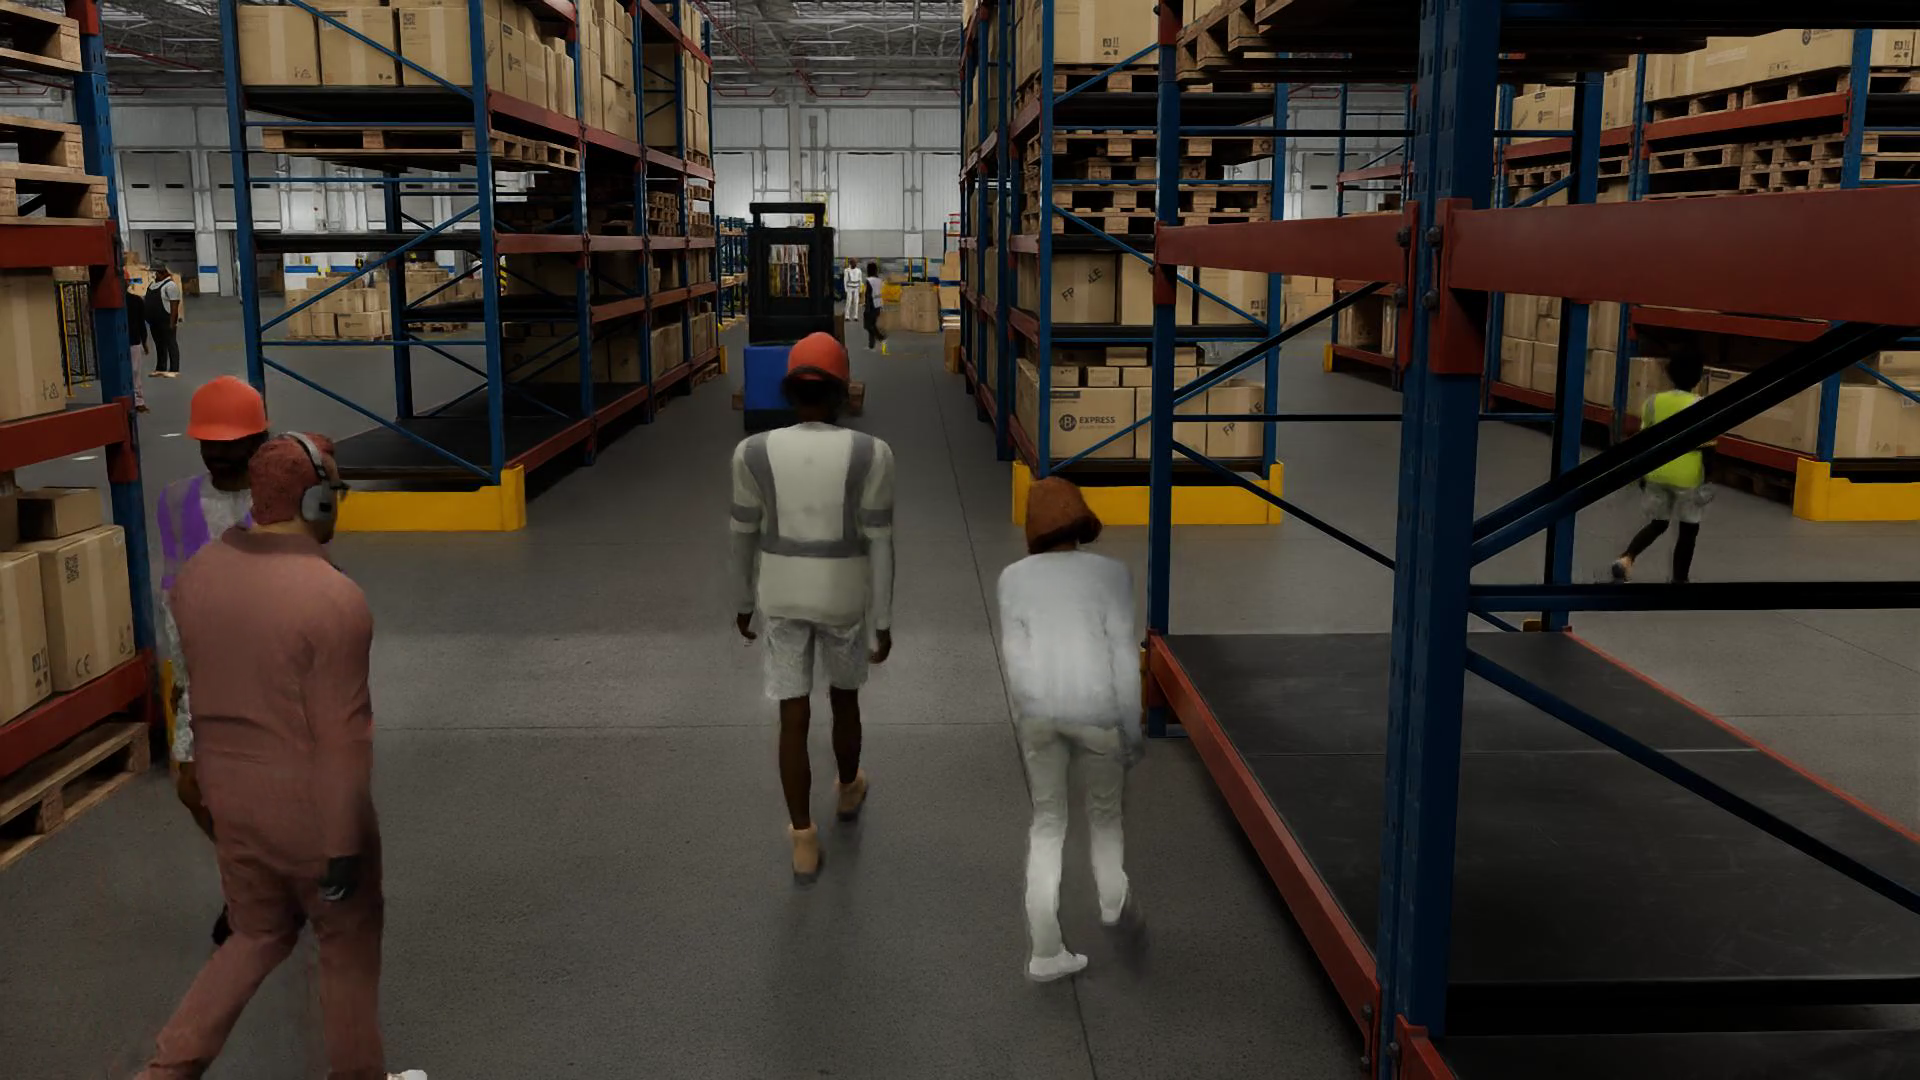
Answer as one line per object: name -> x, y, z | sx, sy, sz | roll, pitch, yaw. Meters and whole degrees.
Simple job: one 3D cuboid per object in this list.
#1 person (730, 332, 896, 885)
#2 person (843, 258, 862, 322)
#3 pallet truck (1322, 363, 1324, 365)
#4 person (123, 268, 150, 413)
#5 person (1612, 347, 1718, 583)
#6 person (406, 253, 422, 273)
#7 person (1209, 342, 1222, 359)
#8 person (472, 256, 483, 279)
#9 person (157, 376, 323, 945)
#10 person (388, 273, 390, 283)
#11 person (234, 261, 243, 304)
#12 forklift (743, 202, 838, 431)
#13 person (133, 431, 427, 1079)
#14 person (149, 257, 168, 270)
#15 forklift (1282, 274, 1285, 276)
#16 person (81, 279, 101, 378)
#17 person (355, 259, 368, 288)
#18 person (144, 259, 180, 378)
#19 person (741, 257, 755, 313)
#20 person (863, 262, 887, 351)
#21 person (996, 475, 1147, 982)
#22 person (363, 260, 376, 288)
person -> -0.548, 0.216, 6.356 | 0.632, 1.997, 1.002 | 0, 10, 1
person -> -3.138, -7.292, 48.559 | 0.568, 1.877, 0.346 | -6, 12, -29
pallet truck -> 7.712, -4.157, 30.737 | 1.885, 1.965, 0.823 | 3, 11, 16
person -> -11.366, -2.702, 22.636 | 0.375, 1.997, 0.612 | 9, 13, 41
person -> 4.565, -0.400, 10.704 | 0.583, 1.679, 0.541 | -6, 12, -30
person -> -20.341, -9.730, 61.990 | 0.594, 1.922, 0.385 | -4, 11, -20
person -> 5.112, -4.449, 33.387 | 0.377, 1.623, 0.532 | -2, 10, -12
person -> -16.741, -9.014, 57.963 | 0.370, 1.940, 0.630 | -10, 14, -43
person -> -2.340, 0.423, 5.441 | 0.567, 1.916, 0.436 | 0, 10, 1
person -> -18.707, -8.396, 55.226 | 0.531, 1.689, 0.322 | -9, 13, -40
person -> -26.825, -9.789, 62.250 | 0.602, 1.949, 0.391 | 1, 10, 8
forklift -> -2.135, -2.822, 20.843 | 1.129, 2.768, 1.873 | 0, 10, -2
person -> -1.740, 0.671, 4.177 | 0.643, 1.878, 0.740 | 5, 11, 25
person -> -27.866, -8.934, 57.870 | 0.625, 1.821, 0.767 | -9, 14, -42
forklift -> 12.240, -10.302, 62.509 | 1.129, 2.768, 1.873 | 0, 10, -2
person -> -14.968, -3.666, 28.774 | 0.882, 1.727, 0.528 | 8, 13, 39
person -> -16.528, -6.825, 45.956 | 0.332, 1.874, 0.520 | -3, 11, -17
person -> -13.830, -3.824, 28.762 | 0.683, 2.000, 0.538 | 6, 12, 29
person -> -6.880, -8.353, 54.471 | 0.592, 1.865, 1.030 | -9, 13, -41
person -> -1.828, -4.960, 35.470 | 0.522, 1.905, 0.613 | 4, 11, 23
person -> 0.391, 0.582, 5.455 | 0.565, 1.584, 0.789 | 4, 11, 23
person -> -17.027, -7.146, 47.867 | 0.446, 1.824, 0.534 | 5, 11, 24
